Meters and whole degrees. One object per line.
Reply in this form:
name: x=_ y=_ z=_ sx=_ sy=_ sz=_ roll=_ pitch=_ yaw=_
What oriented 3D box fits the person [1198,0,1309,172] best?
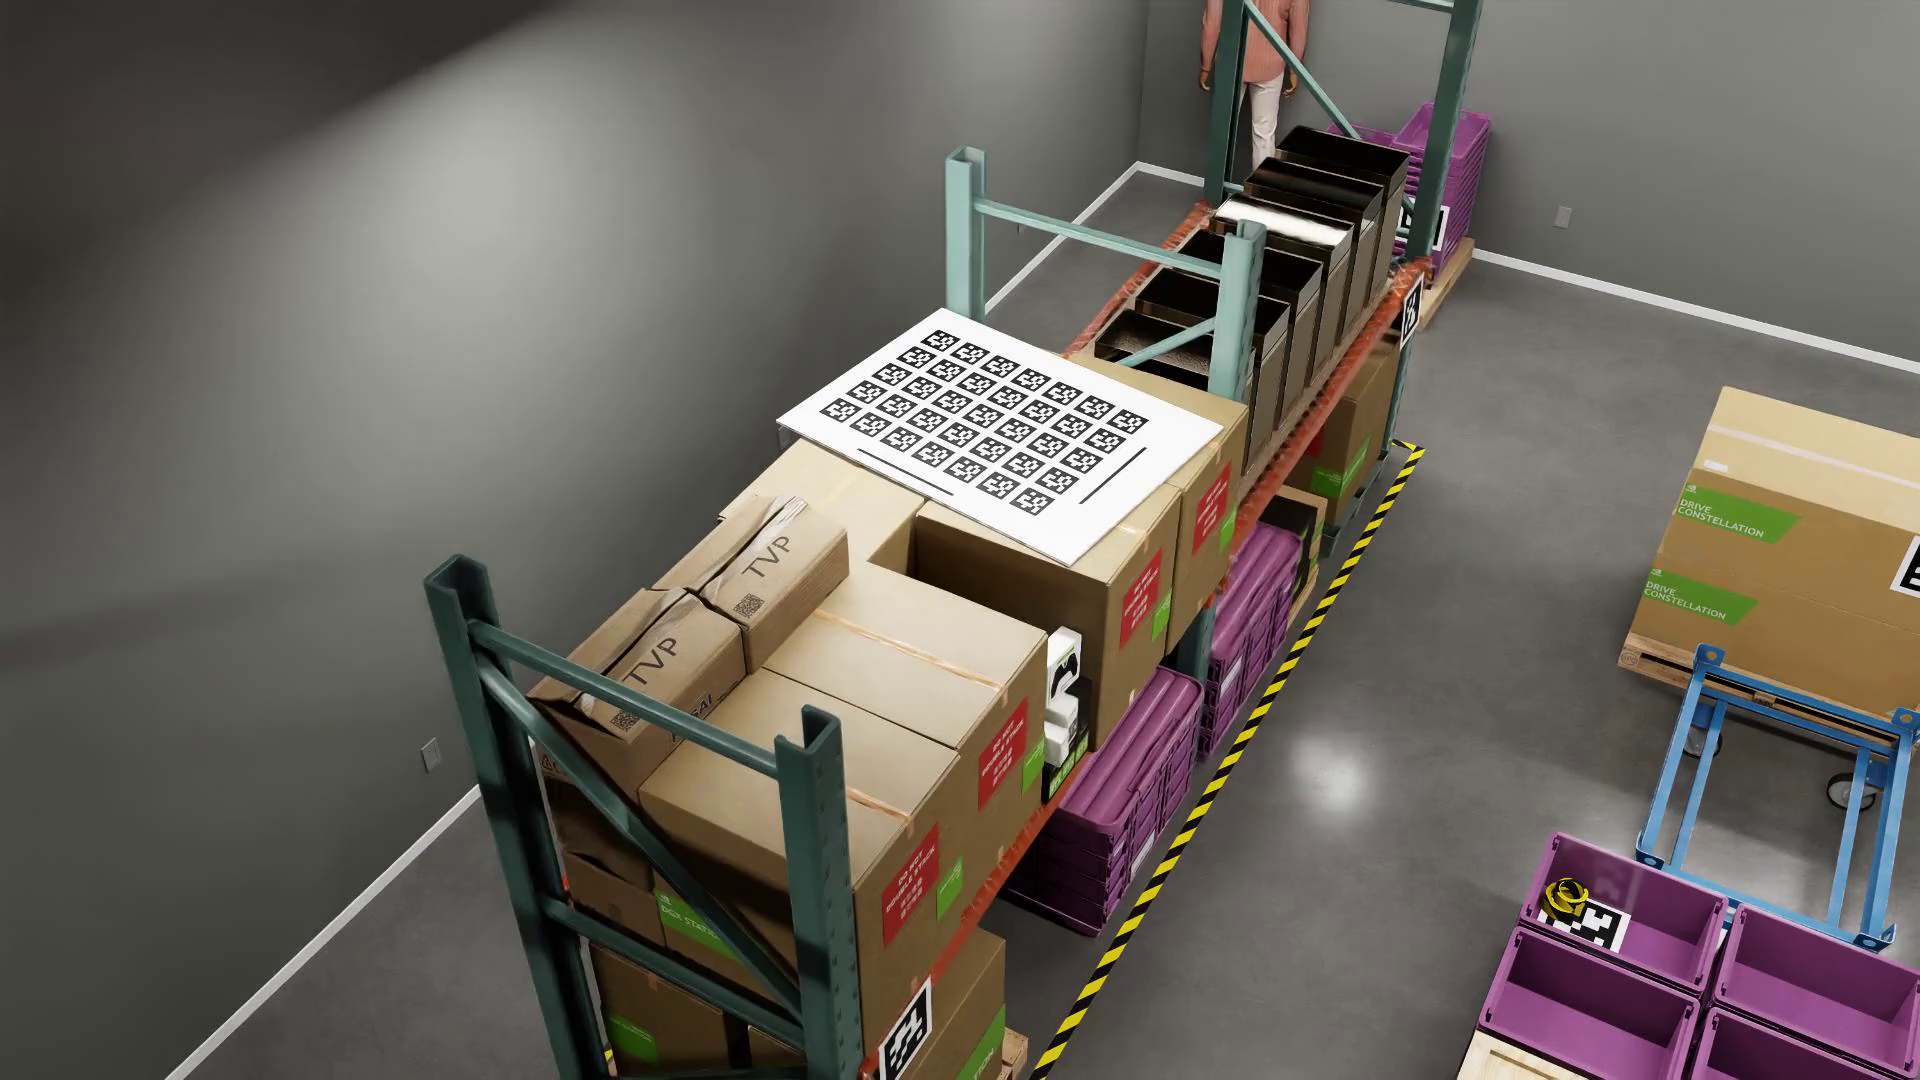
person: x=1.736 y=-2.848 z=9.947 sx=0.622 sy=1.992 sz=0.395 roll=4 pitch=40 yaw=5
